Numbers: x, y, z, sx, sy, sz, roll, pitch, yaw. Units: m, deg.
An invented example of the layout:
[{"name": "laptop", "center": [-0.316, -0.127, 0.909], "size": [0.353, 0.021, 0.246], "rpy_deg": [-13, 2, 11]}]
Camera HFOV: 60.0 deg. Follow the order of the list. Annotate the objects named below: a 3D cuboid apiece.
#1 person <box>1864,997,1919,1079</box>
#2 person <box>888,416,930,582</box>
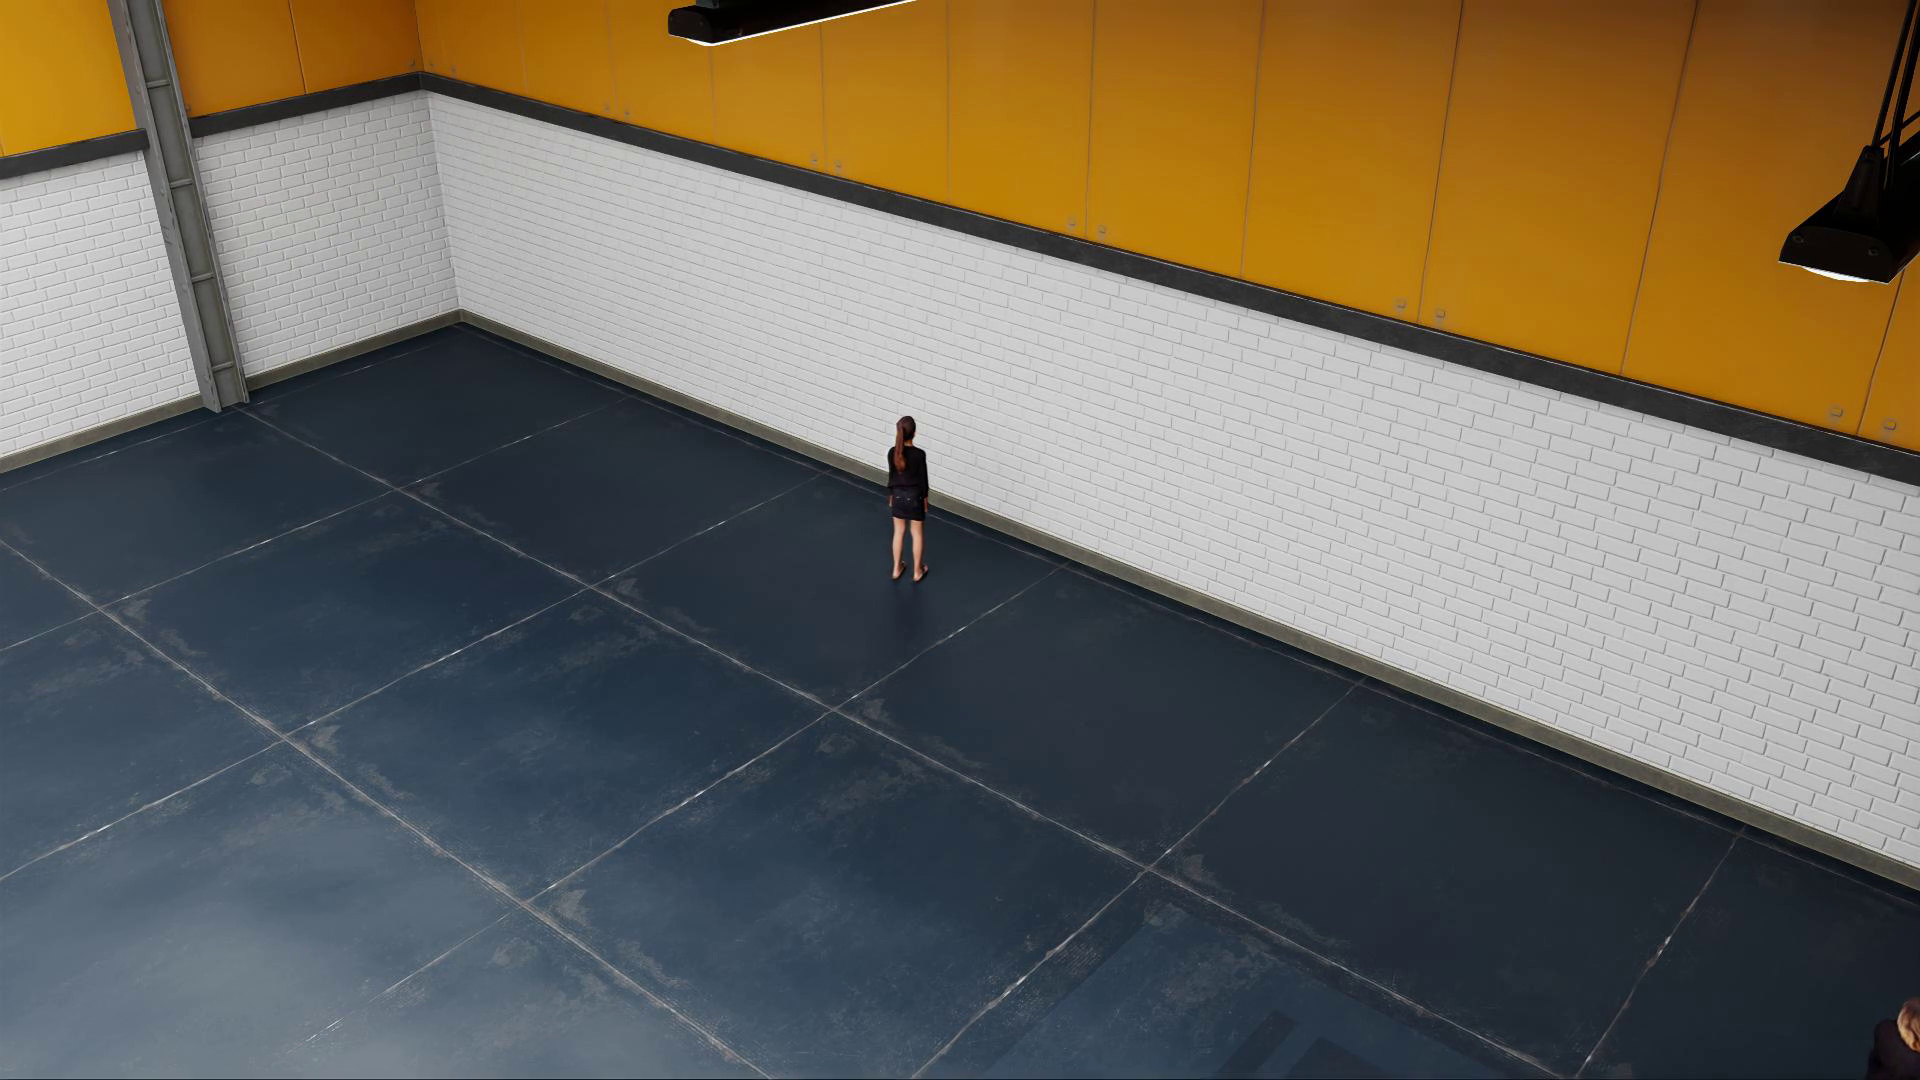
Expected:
[{"name": "person", "center": [4.612, 2.974, 8.438], "size": [0.993, 1.641, 0.909], "rpy_deg": [-5, 29, -8]}, {"name": "person", "center": [-0.454, -0.374, 14.665], "size": [0.591, 1.556, 0.627], "rpy_deg": [10, 30, 17]}]
